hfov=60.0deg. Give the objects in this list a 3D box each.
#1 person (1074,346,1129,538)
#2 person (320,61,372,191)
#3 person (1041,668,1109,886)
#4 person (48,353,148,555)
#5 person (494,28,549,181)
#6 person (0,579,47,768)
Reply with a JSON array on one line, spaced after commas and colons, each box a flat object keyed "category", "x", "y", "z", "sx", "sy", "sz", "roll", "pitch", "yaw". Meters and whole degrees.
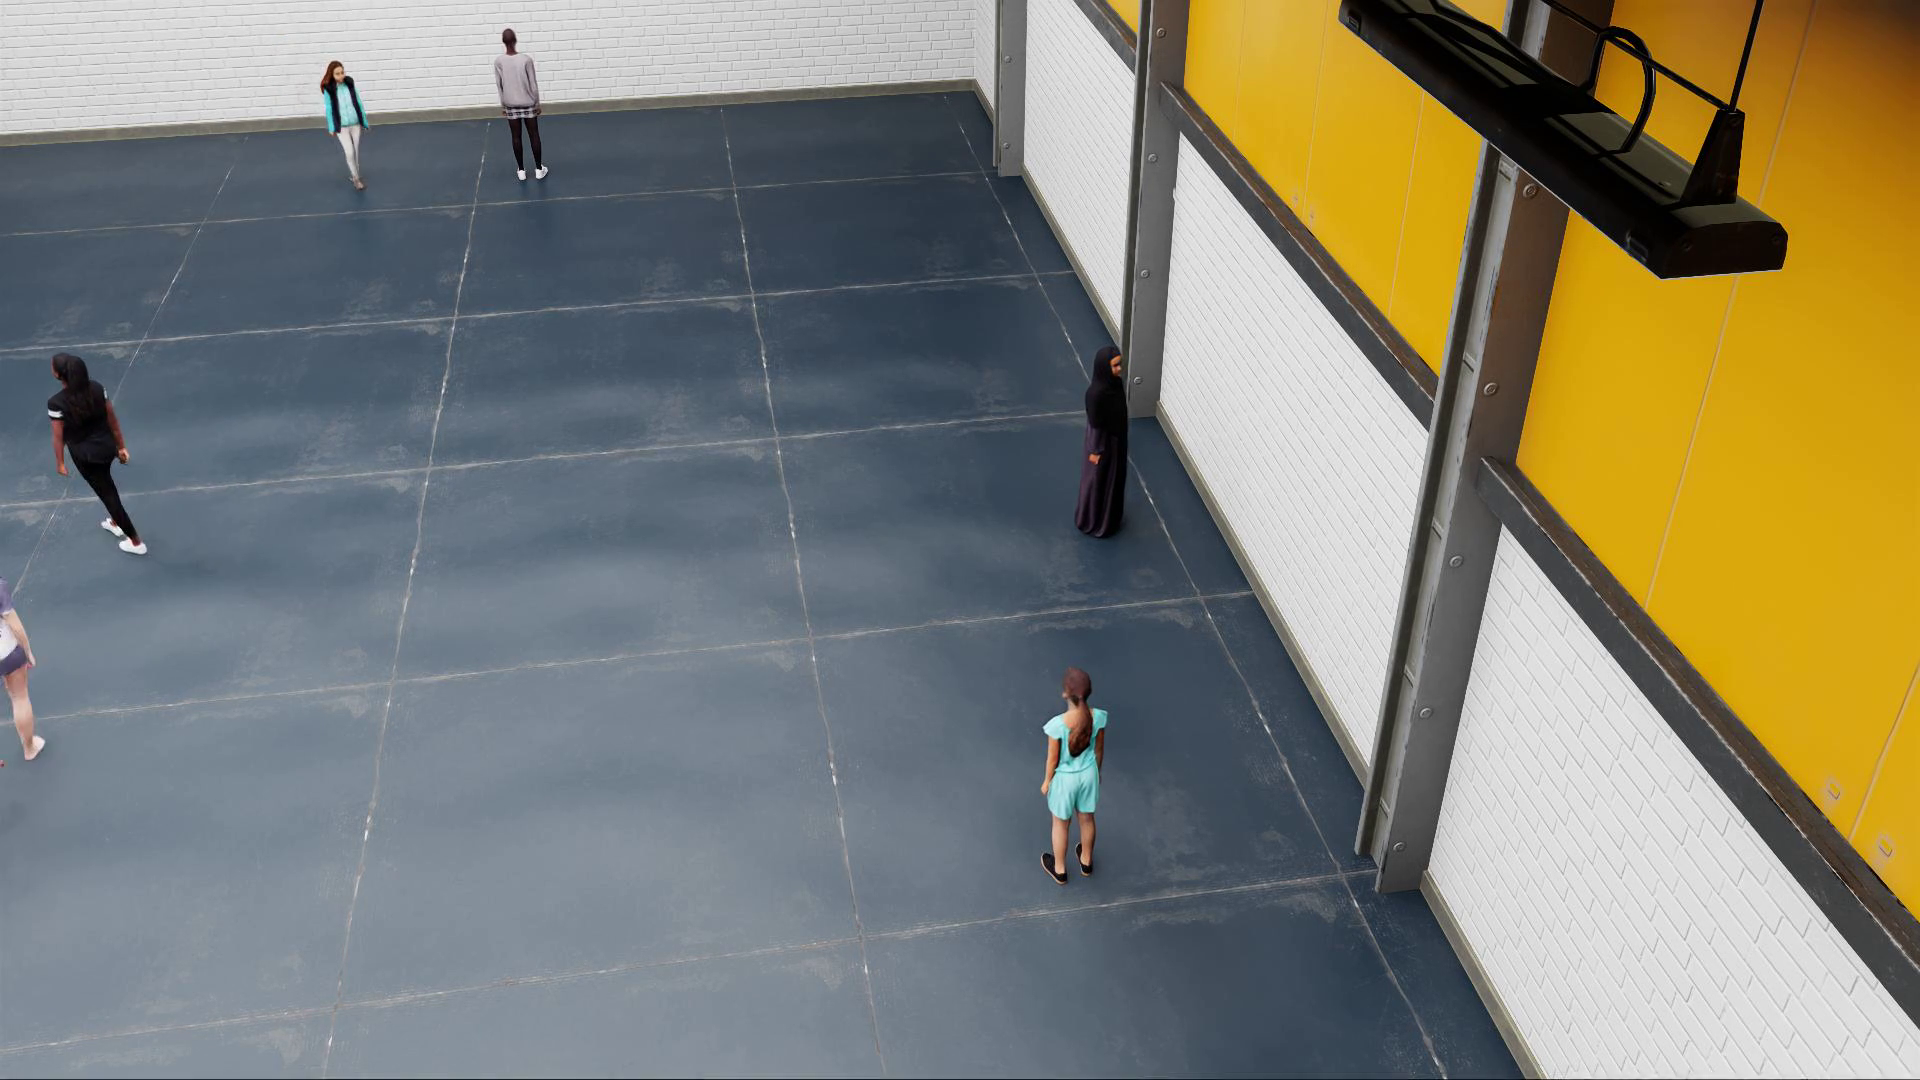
[{"category": "person", "x": 1.144, "y": -0.804, "z": 13.181, "sx": 0.774, "sy": 1.615, "sz": 0.712, "roll": 20, "pitch": 39, "yaw": 27}, {"category": "person", "x": -7.198, "y": -4.875, "z": 19.423, "sx": 0.825, "sy": 1.486, "sz": 0.757, "roll": 28, "pitch": 42, "yaw": 35}, {"category": "person", "x": 0.677, "y": 1.404, "z": 9.910, "sx": 0.580, "sy": 1.558, "sz": 0.588, "roll": -11, "pitch": 35, "yaw": -16}, {"category": "person", "x": -6.616, "y": -0.632, "z": 12.835, "sx": 0.938, "sy": 1.711, "sz": 0.910, "roll": 15, "pitch": 36, "yaw": 21}, {"category": "person", "x": -5.169, "y": -5.118, "z": 19.528, "sx": 0.622, "sy": 1.773, "sz": 0.529, "roll": -4, "pitch": 34, "yaw": -6}, {"category": "person", "x": -6.236, "y": 0.776, "z": 10.684, "sx": 0.616, "sy": 1.748, "sz": 0.718, "roll": -9, "pitch": 35, "yaw": -14}]
